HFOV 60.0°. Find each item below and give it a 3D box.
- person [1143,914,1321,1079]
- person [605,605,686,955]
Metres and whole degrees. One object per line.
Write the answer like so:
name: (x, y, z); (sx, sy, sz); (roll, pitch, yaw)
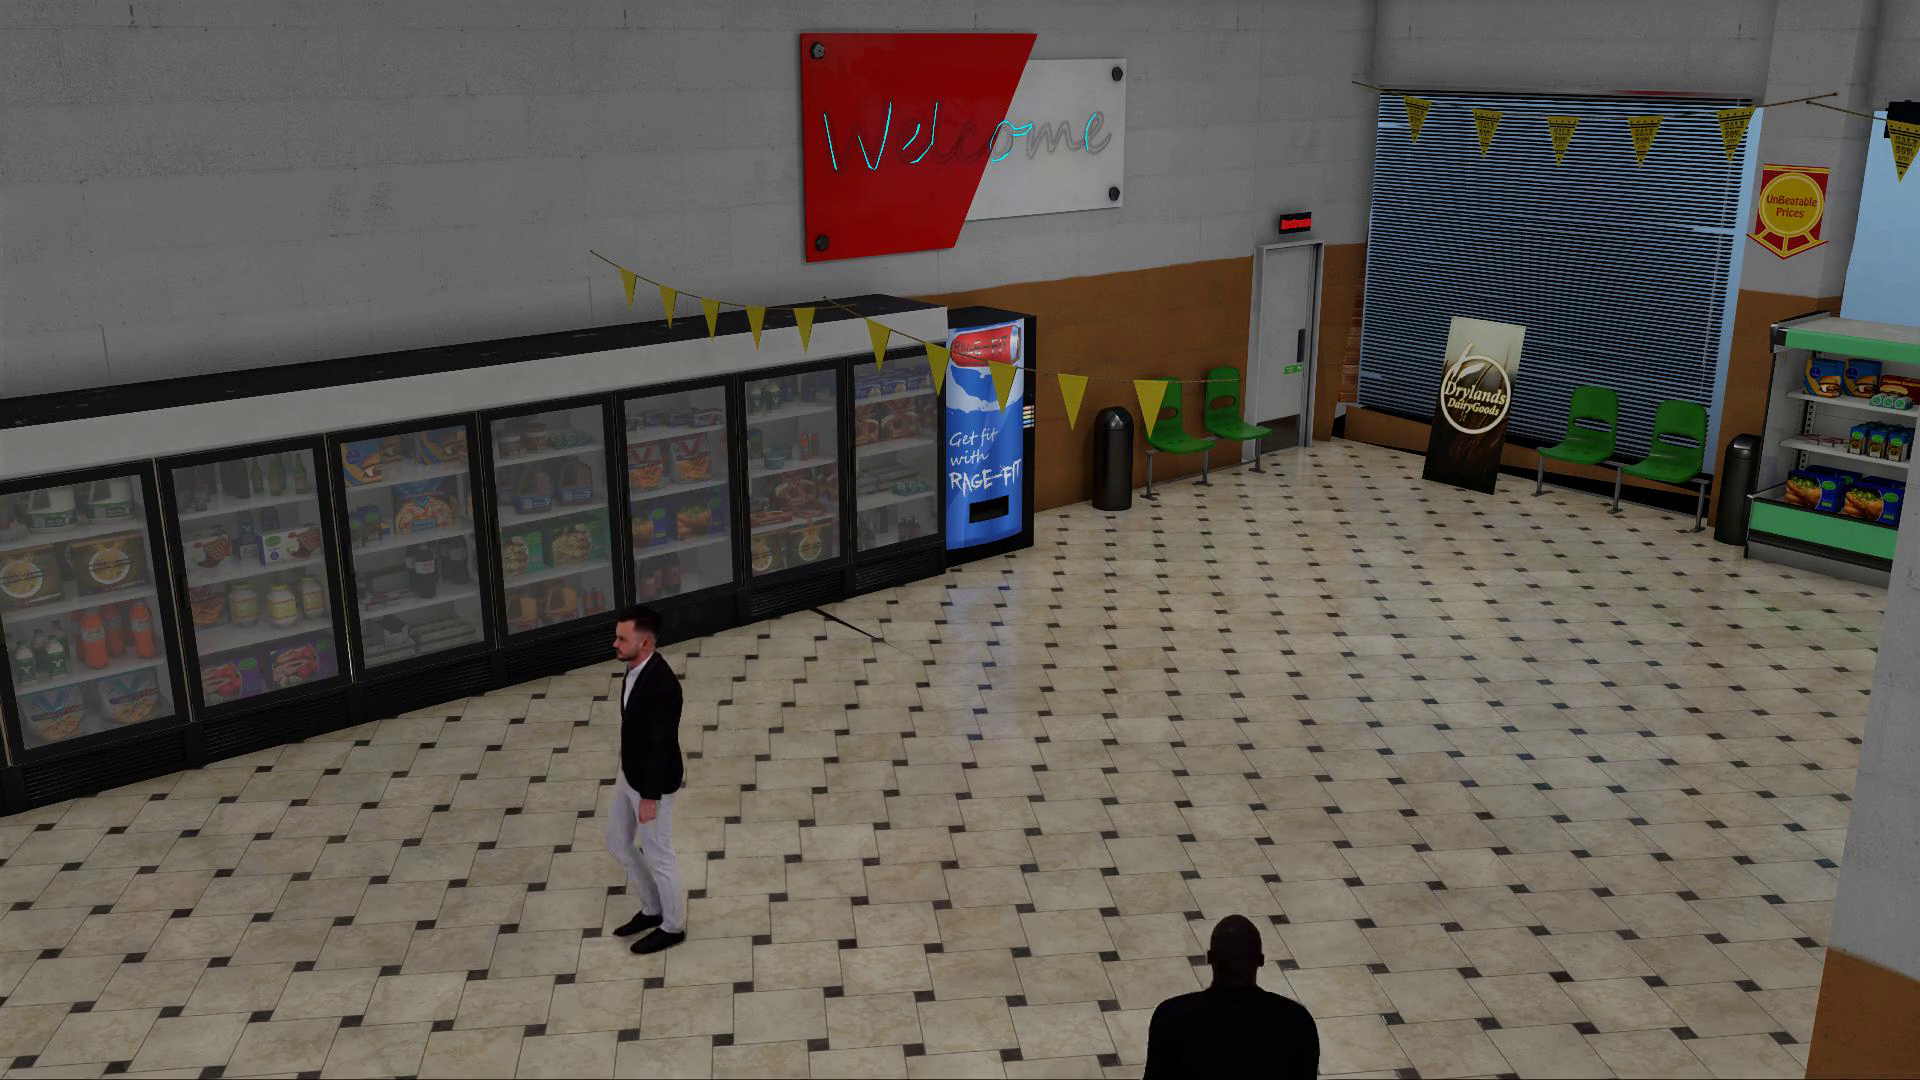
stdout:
person: (0.847, 2.087, 5.288); (1.180, 1.773, 1.276); (0, 17, 1)
person: (-1.441, 1.171, 8.202); (0.822, 1.832, 0.650); (-7, 18, -22)
